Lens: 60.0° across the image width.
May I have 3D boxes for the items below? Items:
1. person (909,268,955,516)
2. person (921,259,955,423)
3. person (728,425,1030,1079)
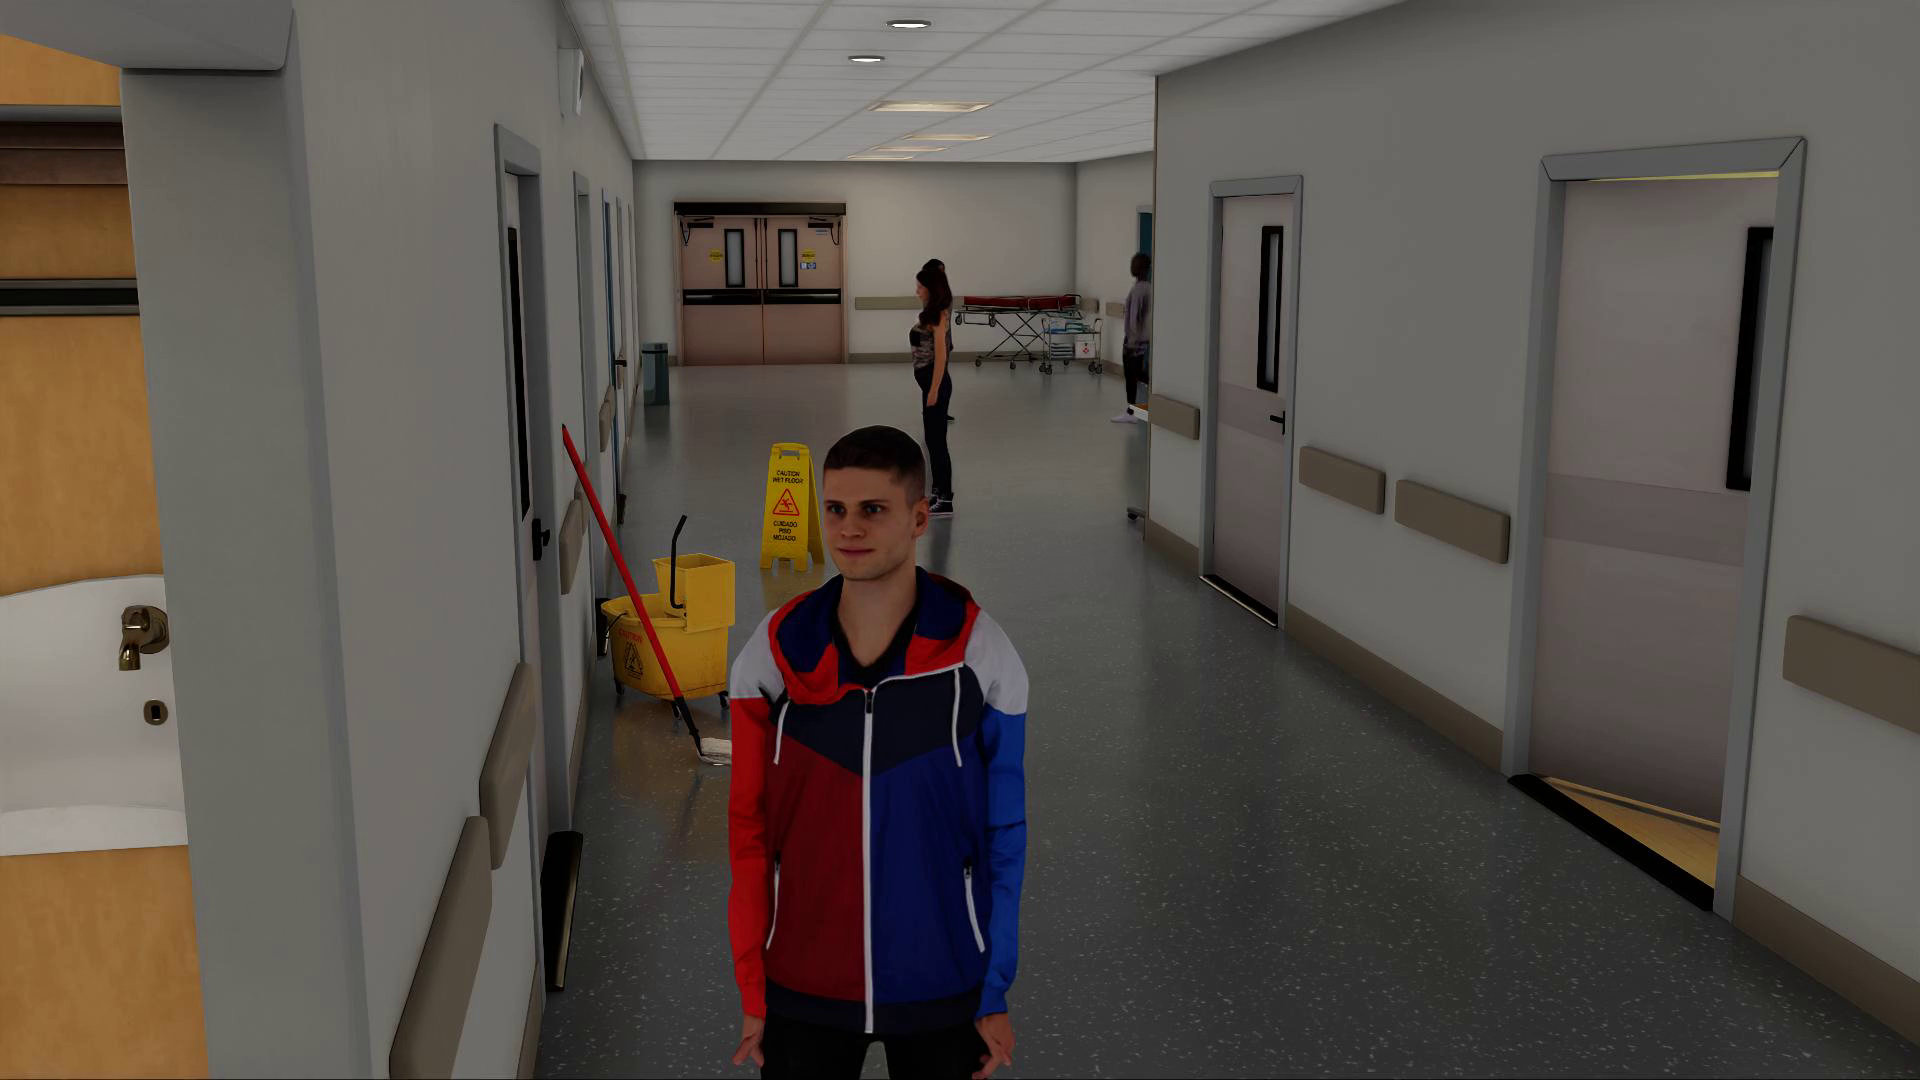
[{"bbox_3d":[-0.177,-1.073,11.979,0.662,1.772,0.461,-2,11,-8],"label":"person"},{"bbox_3d":[-0.249,-2.111,17.604,0.735,1.714,0.684,9,14,39],"label":"person"},{"bbox_3d":[-0.133,0.689,2.733,0.695,1.757,0.638,1,11,6],"label":"person"}]
